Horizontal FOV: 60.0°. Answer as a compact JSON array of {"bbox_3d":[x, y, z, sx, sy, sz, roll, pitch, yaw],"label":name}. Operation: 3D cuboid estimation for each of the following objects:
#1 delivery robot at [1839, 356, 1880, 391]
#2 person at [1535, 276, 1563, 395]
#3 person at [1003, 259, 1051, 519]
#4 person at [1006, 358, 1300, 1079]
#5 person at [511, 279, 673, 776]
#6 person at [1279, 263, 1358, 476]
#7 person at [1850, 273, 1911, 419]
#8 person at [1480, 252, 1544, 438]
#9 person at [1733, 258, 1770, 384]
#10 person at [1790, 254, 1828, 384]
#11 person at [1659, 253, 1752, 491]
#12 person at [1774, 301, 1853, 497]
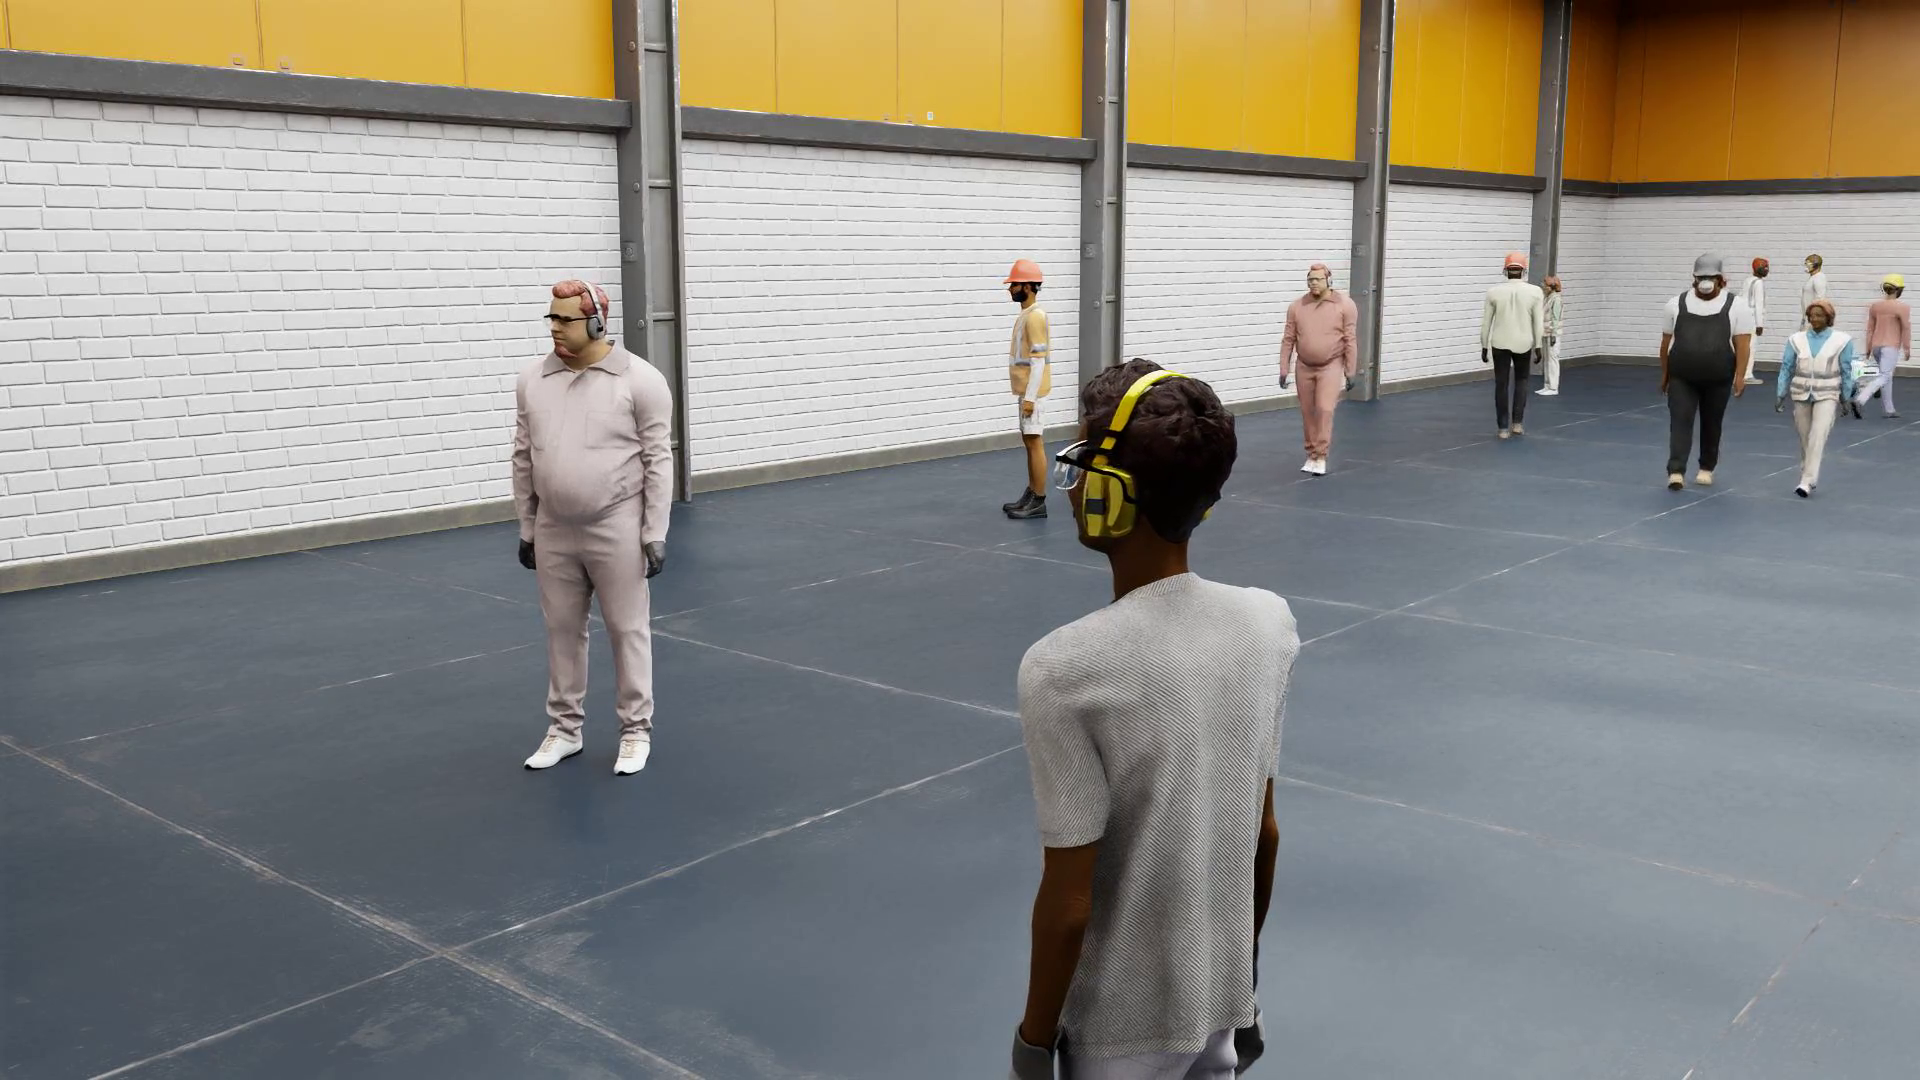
[{"bbox_3d":[12.187,-2.272,22.679,0.477,0.478,0.707,-1,10,-6],"label":"delivery robot"},{"bbox_3d":[8.147,-2.808,22.929,0.310,1.634,0.512,1,10,5],"label":"person"},{"bbox_3d":[0.499,-1.124,12.471,0.365,1.939,0.542,0,10,-2],"label":"person"},{"bbox_3d":[0.252,0.688,2.381,0.513,1.862,0.328,-9,13,-41],"label":"person"},{"bbox_3d":[-1.427,-0.038,6.391,0.643,1.905,0.399,2,10,14],"label":"person"},{"bbox_3d":[3.145,-1.506,14.812,0.669,1.878,0.796,6,12,31],"label":"person"},{"bbox_3d":[10.900,-2.279,19.652,0.818,1.733,0.529,-3,10,-18],"label":"person"},{"bbox_3d":[5.935,-2.103,17.920,0.646,1.975,0.672,3,10,16],"label":"person"},{"bbox_3d":[11.858,-3.264,24.901,0.338,1.879,0.670,1,10,6],"label":"person"},{"bbox_3d":[12.450,-3.206,24.326,0.355,1.936,0.637,3,10,16],"label":"person"},{"bbox_3d":[6.246,-1.440,13.979,0.698,2.000,1.012,5,11,27],"label":"person"},{"bbox_3d":[6.989,-1.155,13.645,0.535,1.591,0.852,9,14,43],"label":"person"}]
